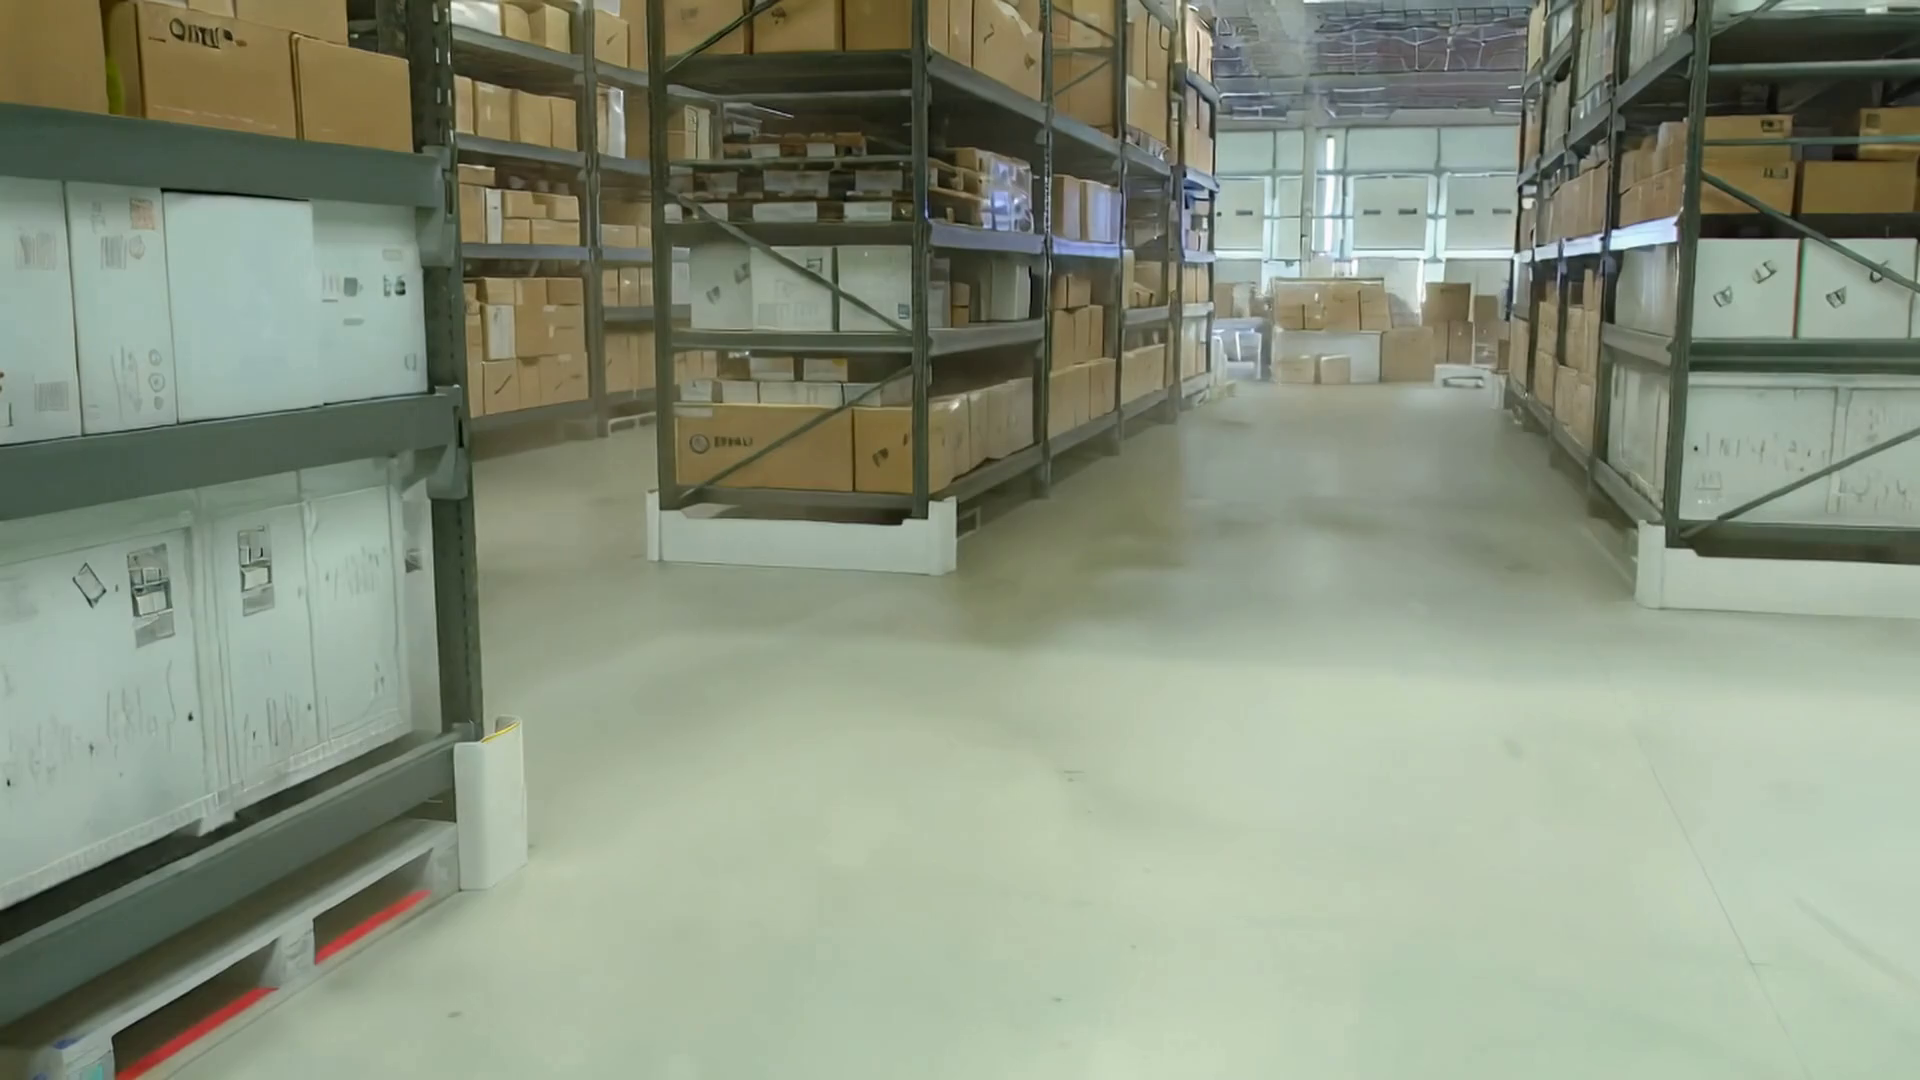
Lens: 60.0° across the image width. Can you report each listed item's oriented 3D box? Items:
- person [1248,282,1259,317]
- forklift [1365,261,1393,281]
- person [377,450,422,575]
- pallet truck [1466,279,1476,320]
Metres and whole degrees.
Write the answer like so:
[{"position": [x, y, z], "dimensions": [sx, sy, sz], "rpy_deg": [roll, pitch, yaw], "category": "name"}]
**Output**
[{"position": [11.571, -9.249, 65.710], "dimensions": [0.966, 1.886, 0.598], "rpy_deg": [4, 10, 22], "category": "person"}, {"position": [14.133, -8.250, 56.187], "dimensions": [1.129, 2.768, 1.873], "rpy_deg": [3, 9, 19], "category": "forklift"}, {"position": [-3.944, -0.698, 11.334], "dimensions": [0.649, 1.901, 0.400], "rpy_deg": [8, 12, 41], "category": "person"}, {"position": [18.896, -8.459, 60.307], "dimensions": [1.885, 1.965, 0.823], "rpy_deg": [5, 10, 31], "category": "pallet truck"}]
